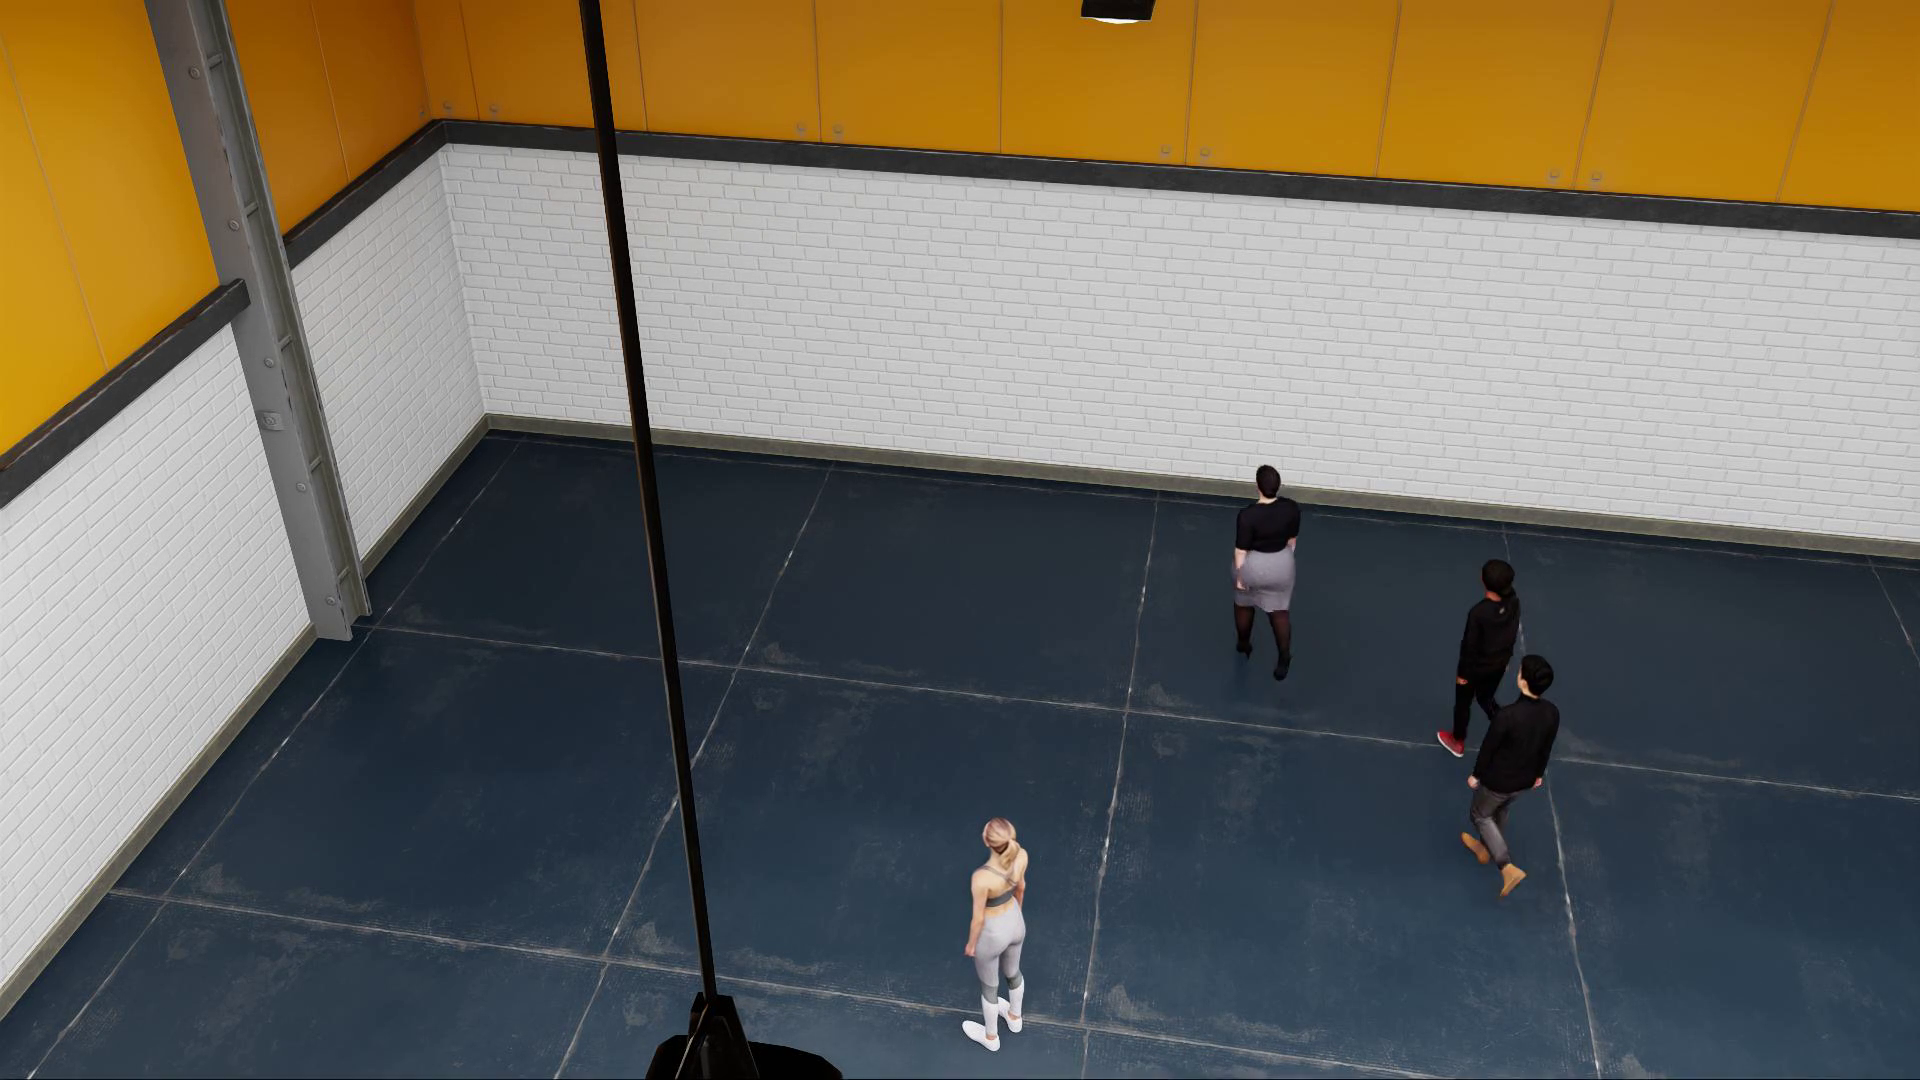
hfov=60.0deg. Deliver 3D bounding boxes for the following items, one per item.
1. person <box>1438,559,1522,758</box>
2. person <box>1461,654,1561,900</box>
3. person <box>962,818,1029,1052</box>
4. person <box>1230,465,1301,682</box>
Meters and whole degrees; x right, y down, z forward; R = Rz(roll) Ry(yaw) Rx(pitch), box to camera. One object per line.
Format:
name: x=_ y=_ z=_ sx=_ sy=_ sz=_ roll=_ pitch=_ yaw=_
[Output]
person: x=3.657 y=0.909 z=11.447 sx=0.899 sy=1.652 sz=1.030 roll=-14 pitch=36 yaw=-20
person: x=3.494 y=1.503 z=10.502 sx=0.926 sy=1.707 sz=1.049 roll=-11 pitch=35 yaw=-16
person: x=0.221 y=2.220 z=9.427 sx=0.651 sy=1.703 sz=0.723 roll=-26 pitch=42 yaw=-34
person: x=2.288 y=0.286 z=12.308 sx=0.855 sy=1.735 sz=1.096 roll=-6 pitch=34 yaw=-8
